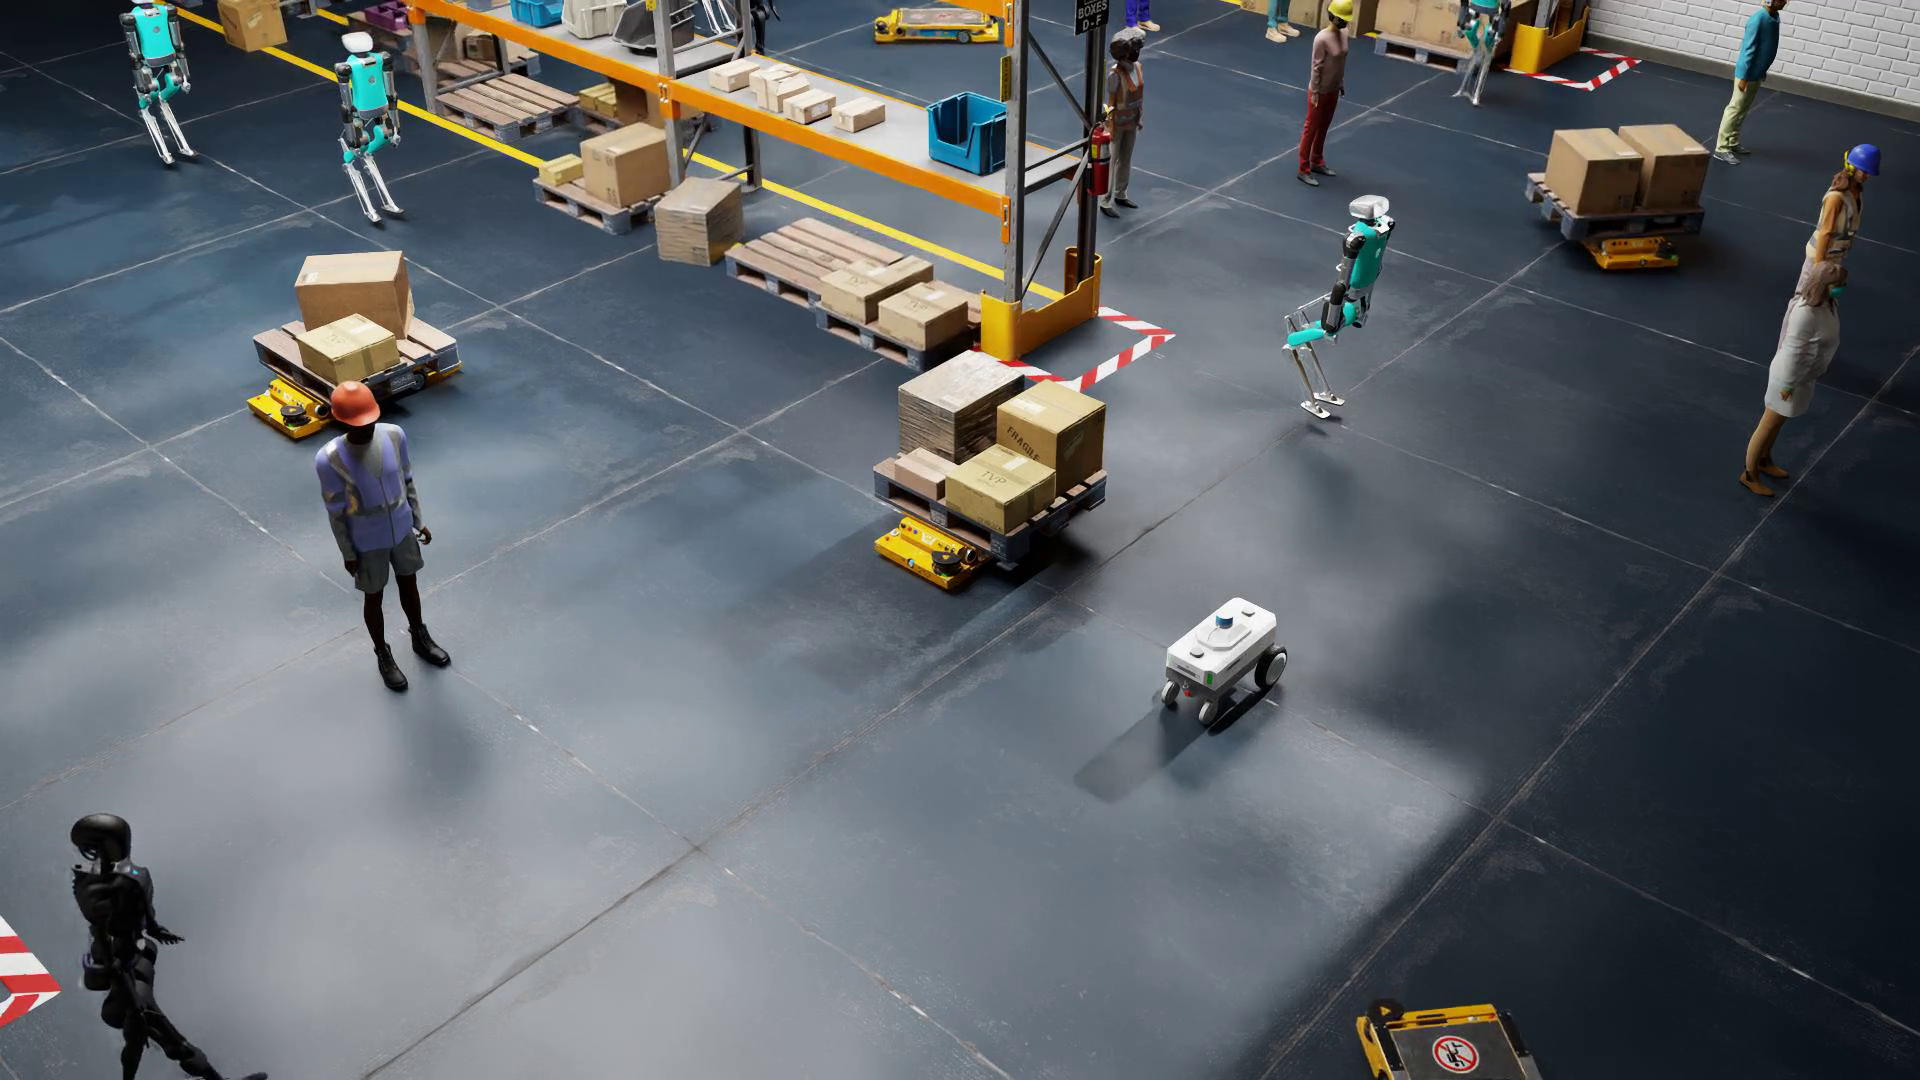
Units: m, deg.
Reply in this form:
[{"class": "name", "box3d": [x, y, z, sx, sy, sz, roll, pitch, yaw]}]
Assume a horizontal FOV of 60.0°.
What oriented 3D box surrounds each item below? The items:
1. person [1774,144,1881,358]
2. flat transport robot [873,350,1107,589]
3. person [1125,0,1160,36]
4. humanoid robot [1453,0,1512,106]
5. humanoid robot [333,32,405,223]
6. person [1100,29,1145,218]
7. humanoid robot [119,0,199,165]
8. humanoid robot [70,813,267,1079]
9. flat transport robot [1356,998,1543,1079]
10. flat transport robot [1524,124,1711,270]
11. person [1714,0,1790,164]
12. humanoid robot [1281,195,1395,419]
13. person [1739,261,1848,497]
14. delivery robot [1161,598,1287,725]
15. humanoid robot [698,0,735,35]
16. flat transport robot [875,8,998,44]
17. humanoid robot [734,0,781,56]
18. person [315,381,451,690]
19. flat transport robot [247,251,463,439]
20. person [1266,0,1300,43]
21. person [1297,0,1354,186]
[{"class": "person", "box3d": [6.582, -2.147, 12.598, 0.321, 1.771, 0.471, 28, 43, 34]}, {"class": "flat transport robot", "box3d": [0.158, -0.172, 11.059, 0.659, 0.231, 1.431, 27, 43, 33]}, {"class": "person", "box3d": [2.163, -6.869, 19.254, 0.374, 1.986, 0.504, 28, 43, 34]}, {"class": "humanoid robot", "box3d": [5.496, -5.371, 17.311, 0.597, 1.790, 0.828, 23, 41, 30]}, {"class": "humanoid robot", "box3d": [-5.306, -3.688, 14.747, 0.735, 1.673, 0.533, 27, 43, 33]}, {"class": "person", "box3d": [1.476, -3.770, 15.017, 0.311, 1.690, 0.446, 28, 43, 34]}, {"class": "humanoid robot", "box3d": [-7.701, -4.465, 15.873, 0.735, 1.673, 0.533, 27, 43, 33]}, {"class": "humanoid robot", "box3d": [-3.442, 1.789, 7.006, 0.729, 1.629, 0.602, -9, 36, -12]}, {"class": "flat transport robot", "box3d": [2.236, 2.563, 7.097, 0.659, 0.231, 1.431, -4, 35, -6]}, {"class": "flat transport robot", "box3d": [5.793, -2.811, 14.882, 0.659, 0.231, 1.431, -4, 35, -6]}, {"class": "person", "box3d": [7.689, -4.545, 16.086, 0.325, 1.752, 0.562, 28, 43, 34]}, {"class": "humanoid robot", "box3d": [2.620, -1.711, 11.879, 0.735, 1.677, 0.533, 27, 43, 33]}, {"class": "person", "box3d": [5.626, -1.092, 11.166, 0.340, 1.659, 0.487, 28, 43, 34]}, {"class": "delivery robot", "box3d": [1.506, 0.646, 9.597, 0.499, 0.566, 0.739, 27, 43, 33]}, {"class": "humanoid robot", "box3d": [-2.809, -6.679, 19.076, 0.735, 1.677, 0.533, 27, 43, 33]}, {"class": "flat transport robot", "box3d": [-0.266, -6.060, 19.590, 1.431, 0.231, 0.659, 1, 35, 1]}, {"class": "humanoid robot", "box3d": [-2.203, -5.680, 17.787, 0.315, 1.657, 0.599, 27, 43, 33]}, {"class": "person", "box3d": [-3.259, -0.042, 9.403, 0.358, 1.939, 0.542, 28, 43, 34]}, {"class": "flat transport robot", "box3d": [-4.566, -1.215, 12.570, 0.659, 0.231, 1.431, 27, 43, 33]}, {"class": "person", "box3d": [3.789, -6.716, 19.131, 0.390, 1.870, 0.530, 28, 43, 34]}, {"class": "person", "box3d": [3.458, -4.227, 15.624, 0.325, 1.759, 0.523, 28, 43, 34]}]
